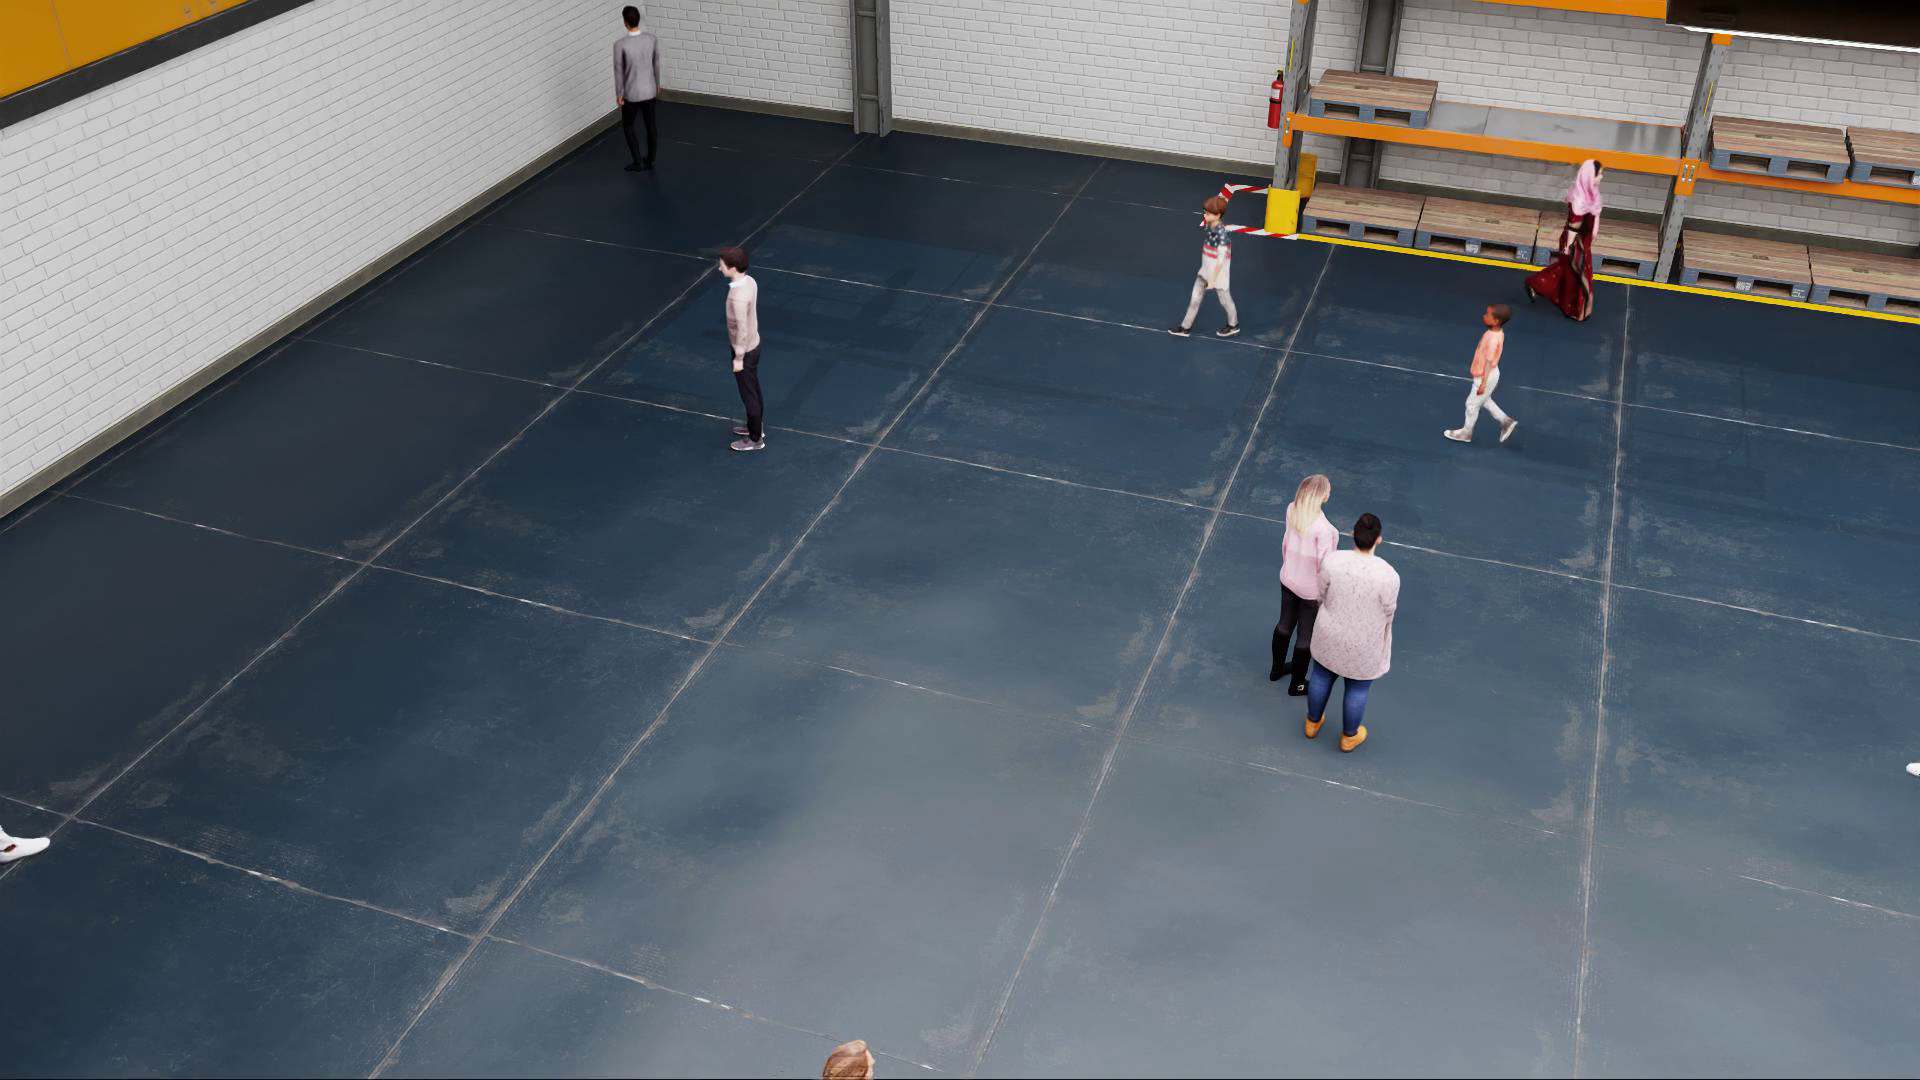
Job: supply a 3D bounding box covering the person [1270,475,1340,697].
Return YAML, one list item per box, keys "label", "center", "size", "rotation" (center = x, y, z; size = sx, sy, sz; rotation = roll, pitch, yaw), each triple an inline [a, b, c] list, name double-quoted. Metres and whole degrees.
- label: "person"
  center: [2.294, 0.290, 11.123]
  size: [0.740, 1.688, 0.675]
  rotation: [-16, 37, -22]

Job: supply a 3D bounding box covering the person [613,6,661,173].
- label: "person"
  center: [-3.661, -5.157, 19.108]
  size: [0.905, 1.921, 0.937]
  rotation: [-21, 39, -28]

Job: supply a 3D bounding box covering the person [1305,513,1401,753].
- label: "person"
  center: [2.492, 0.580, 10.640]
  size: [0.639, 1.741, 0.802]
  rotation: [20, 38, 27]

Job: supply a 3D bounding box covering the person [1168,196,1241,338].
- label: "person"
  center: [2.460, -2.541, 15.638]
  size: [0.975, 1.406, 0.907]
  rotation: [-15, 36, -21]

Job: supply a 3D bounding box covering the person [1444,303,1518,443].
- label: "person"
  center: [4.482, -1.381, 13.991]
  size: [0.789, 1.298, 0.504]
  rotation: [12, 36, 18]

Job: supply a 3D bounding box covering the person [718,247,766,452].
- label: "person"
  center: [-1.800, -1.604, 13.865]
  size: [0.663, 1.808, 0.691]
  rotation: [0, 34, 1]

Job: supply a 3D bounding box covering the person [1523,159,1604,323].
- label: "person"
  center: [5.848, -2.890, 15.976]
  size: [0.951, 1.614, 0.711]
  rotation: [17, 37, 24]
